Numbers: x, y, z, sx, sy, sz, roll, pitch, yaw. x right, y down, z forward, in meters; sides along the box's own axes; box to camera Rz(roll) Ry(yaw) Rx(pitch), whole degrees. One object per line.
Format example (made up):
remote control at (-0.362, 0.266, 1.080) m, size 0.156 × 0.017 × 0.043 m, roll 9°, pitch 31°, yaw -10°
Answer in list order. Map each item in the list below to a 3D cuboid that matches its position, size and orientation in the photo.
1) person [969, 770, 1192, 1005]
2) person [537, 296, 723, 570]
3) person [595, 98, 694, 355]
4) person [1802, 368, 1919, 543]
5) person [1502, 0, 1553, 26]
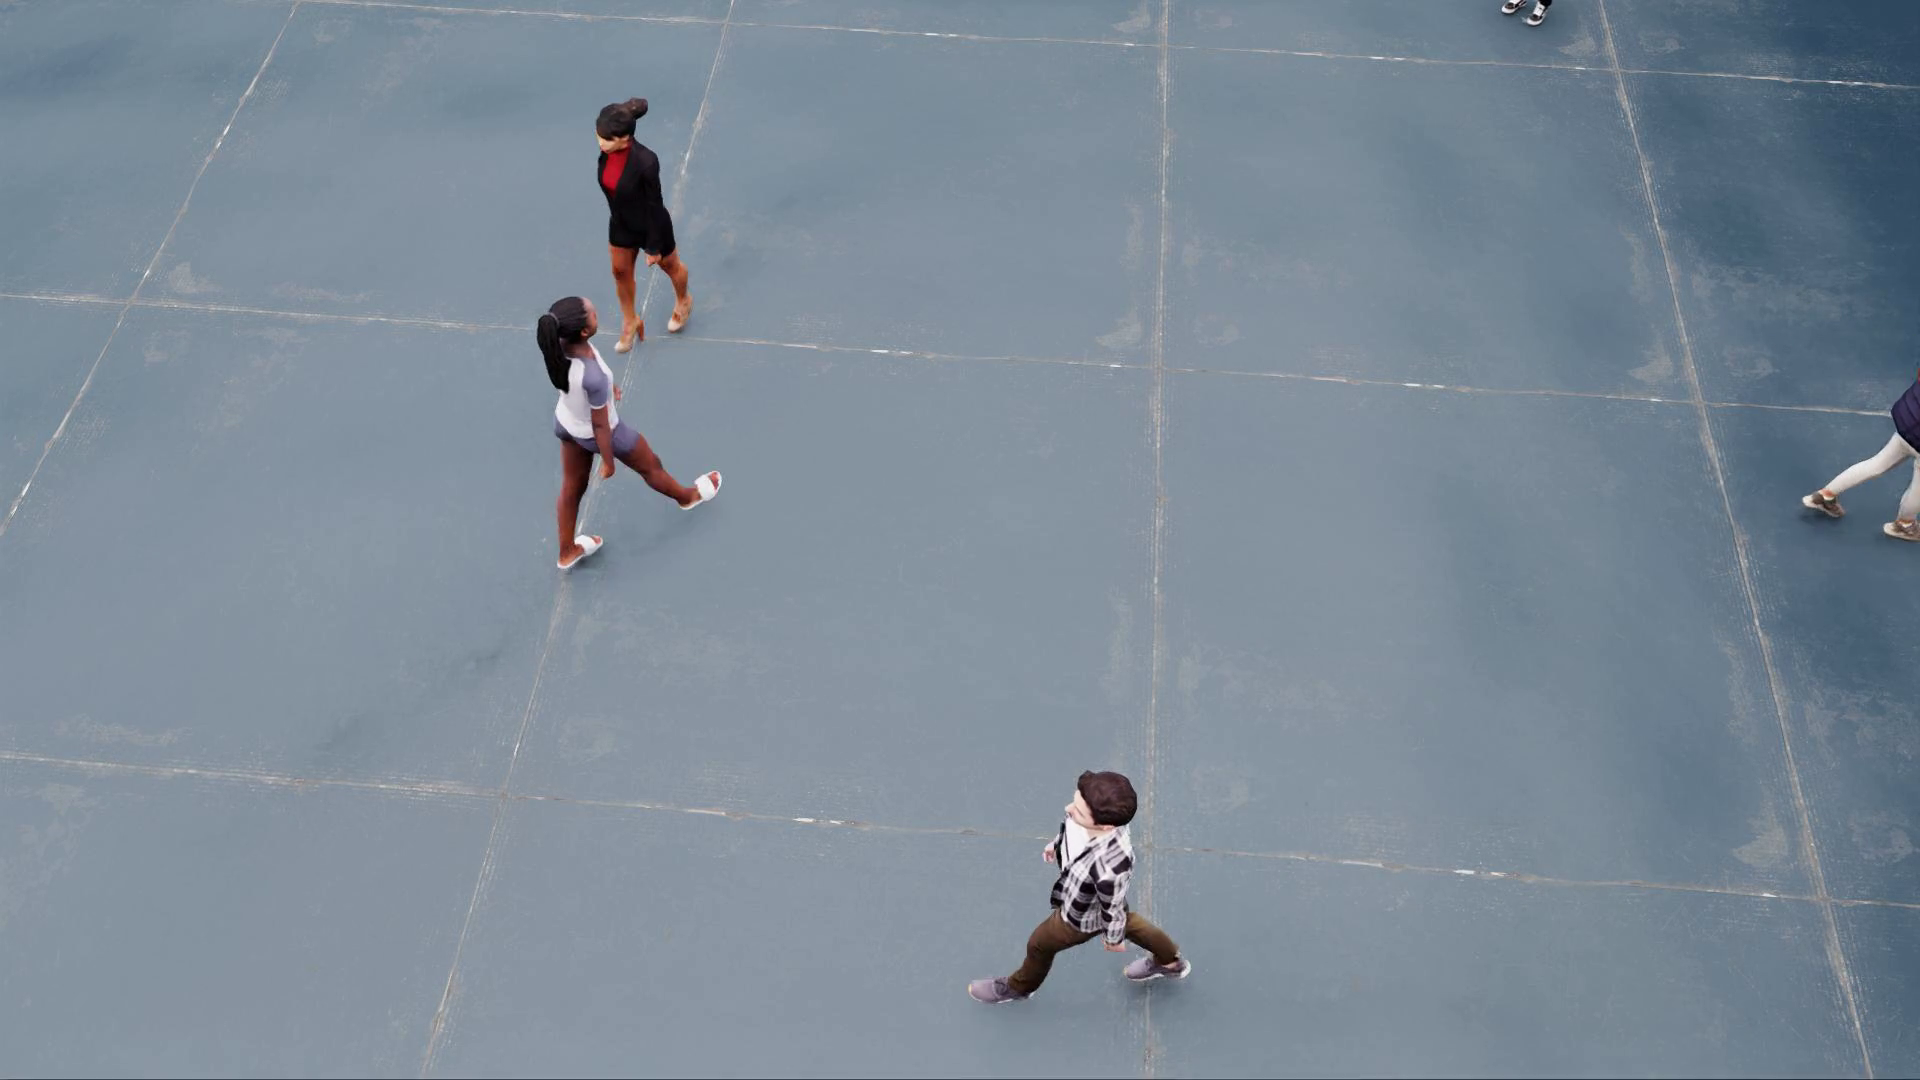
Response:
person at (0.592, 1.361, 6.462) m, size 1.164 × 1.768 × 0.661 m, roll 1°, pitch 52°, yaw 1°
person at (-1.824, -0.462, 7.934) m, size 1.204 × 1.672 × 1.141 m, roll -34°, pitch 60°, yaw -24°
person at (-1.657, -1.722, 8.943) m, size 0.815 × 1.619 × 0.845 m, roll 30°, pitch 58°, yaw 21°
person at (4.660, -0.555, 8.128) m, size 0.870 × 1.480 × 0.576 m, roll 6°, pitch 52°, yaw 5°
person at (3.897, -4.014, 10.951) m, size 0.566 × 1.252 × 0.644 m, roll 37°, pitch 61°, yaw 25°
